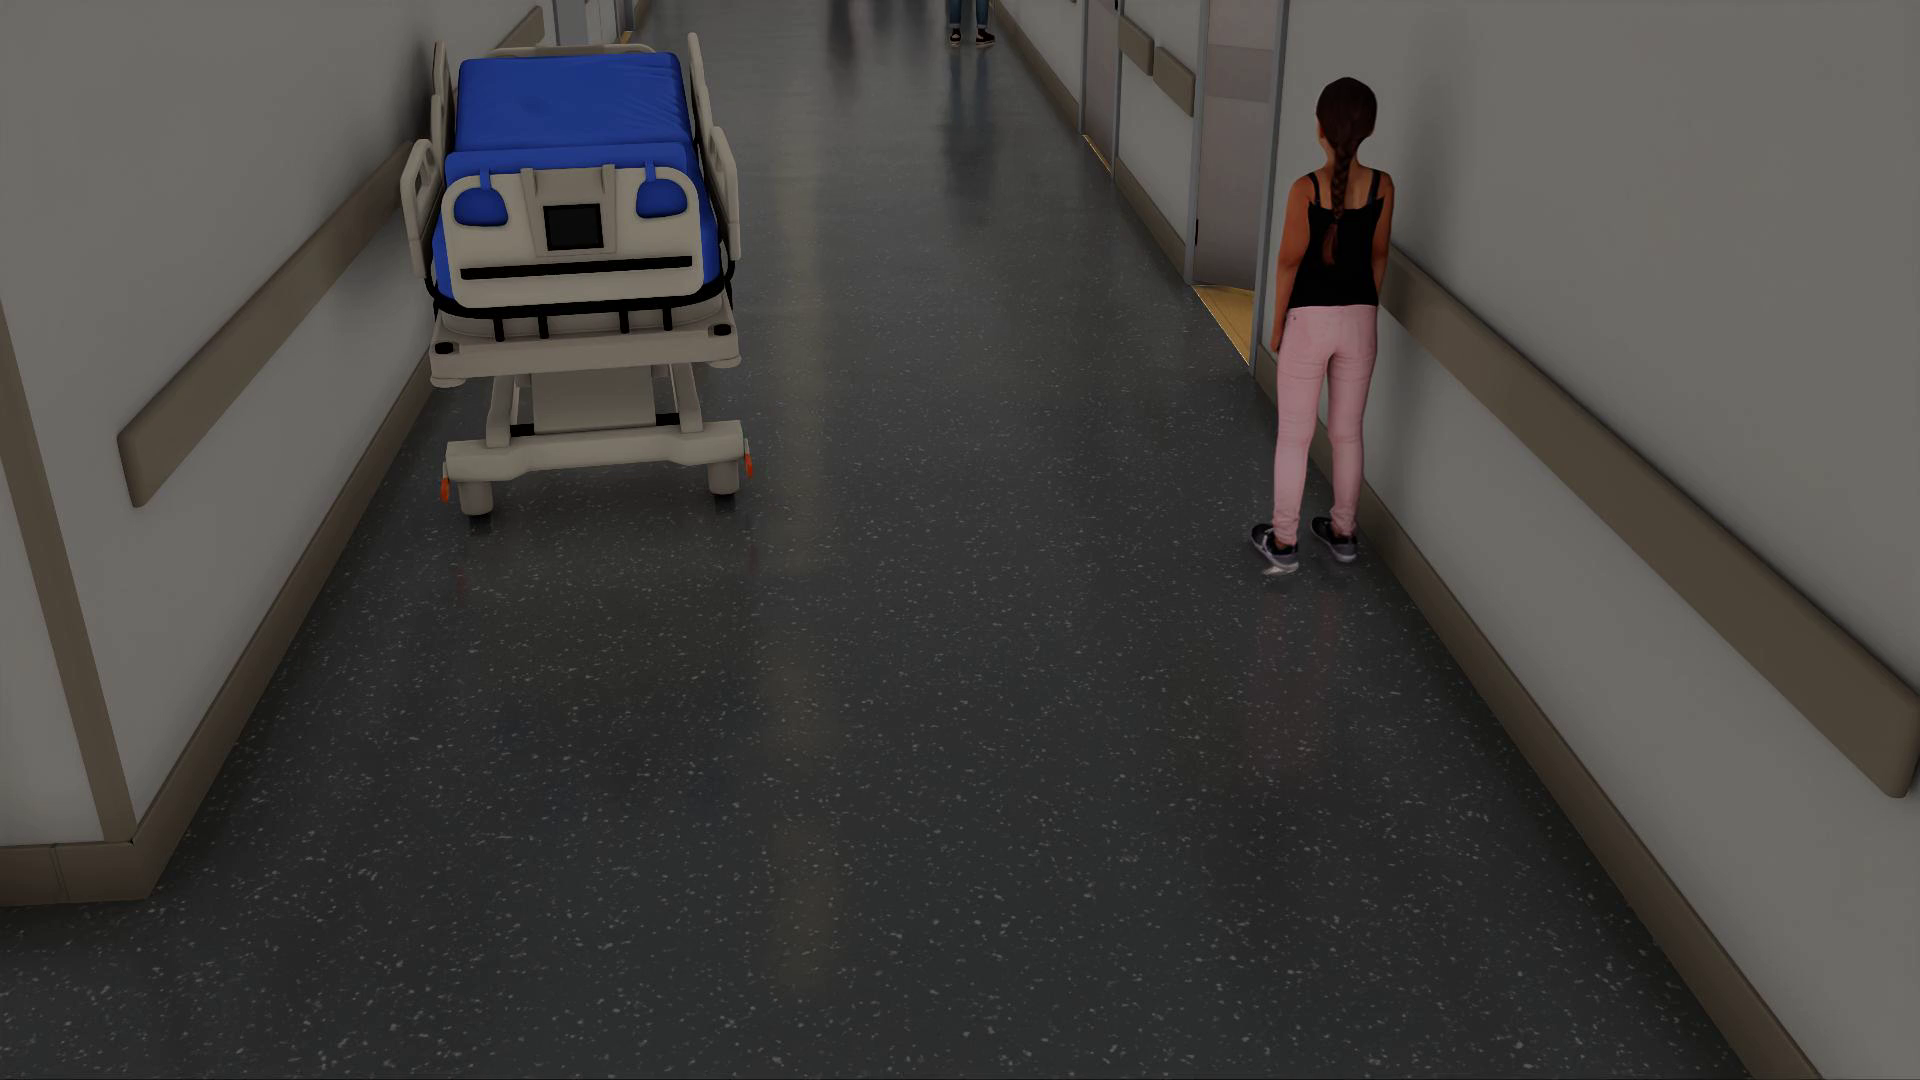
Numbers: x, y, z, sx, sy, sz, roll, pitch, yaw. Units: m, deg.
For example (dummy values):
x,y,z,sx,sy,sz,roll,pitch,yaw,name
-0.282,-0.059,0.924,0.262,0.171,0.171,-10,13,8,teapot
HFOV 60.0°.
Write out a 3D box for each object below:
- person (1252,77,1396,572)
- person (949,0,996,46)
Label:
x,y,z,sx,sy,sz,roll,pitch,yaw,name
1.165,-0.657,5.225,0.446,1.563,0.558,-3,26,-6,person
0.073,-5.290,14.536,0.581,1.820,0.789,4,26,9,person
